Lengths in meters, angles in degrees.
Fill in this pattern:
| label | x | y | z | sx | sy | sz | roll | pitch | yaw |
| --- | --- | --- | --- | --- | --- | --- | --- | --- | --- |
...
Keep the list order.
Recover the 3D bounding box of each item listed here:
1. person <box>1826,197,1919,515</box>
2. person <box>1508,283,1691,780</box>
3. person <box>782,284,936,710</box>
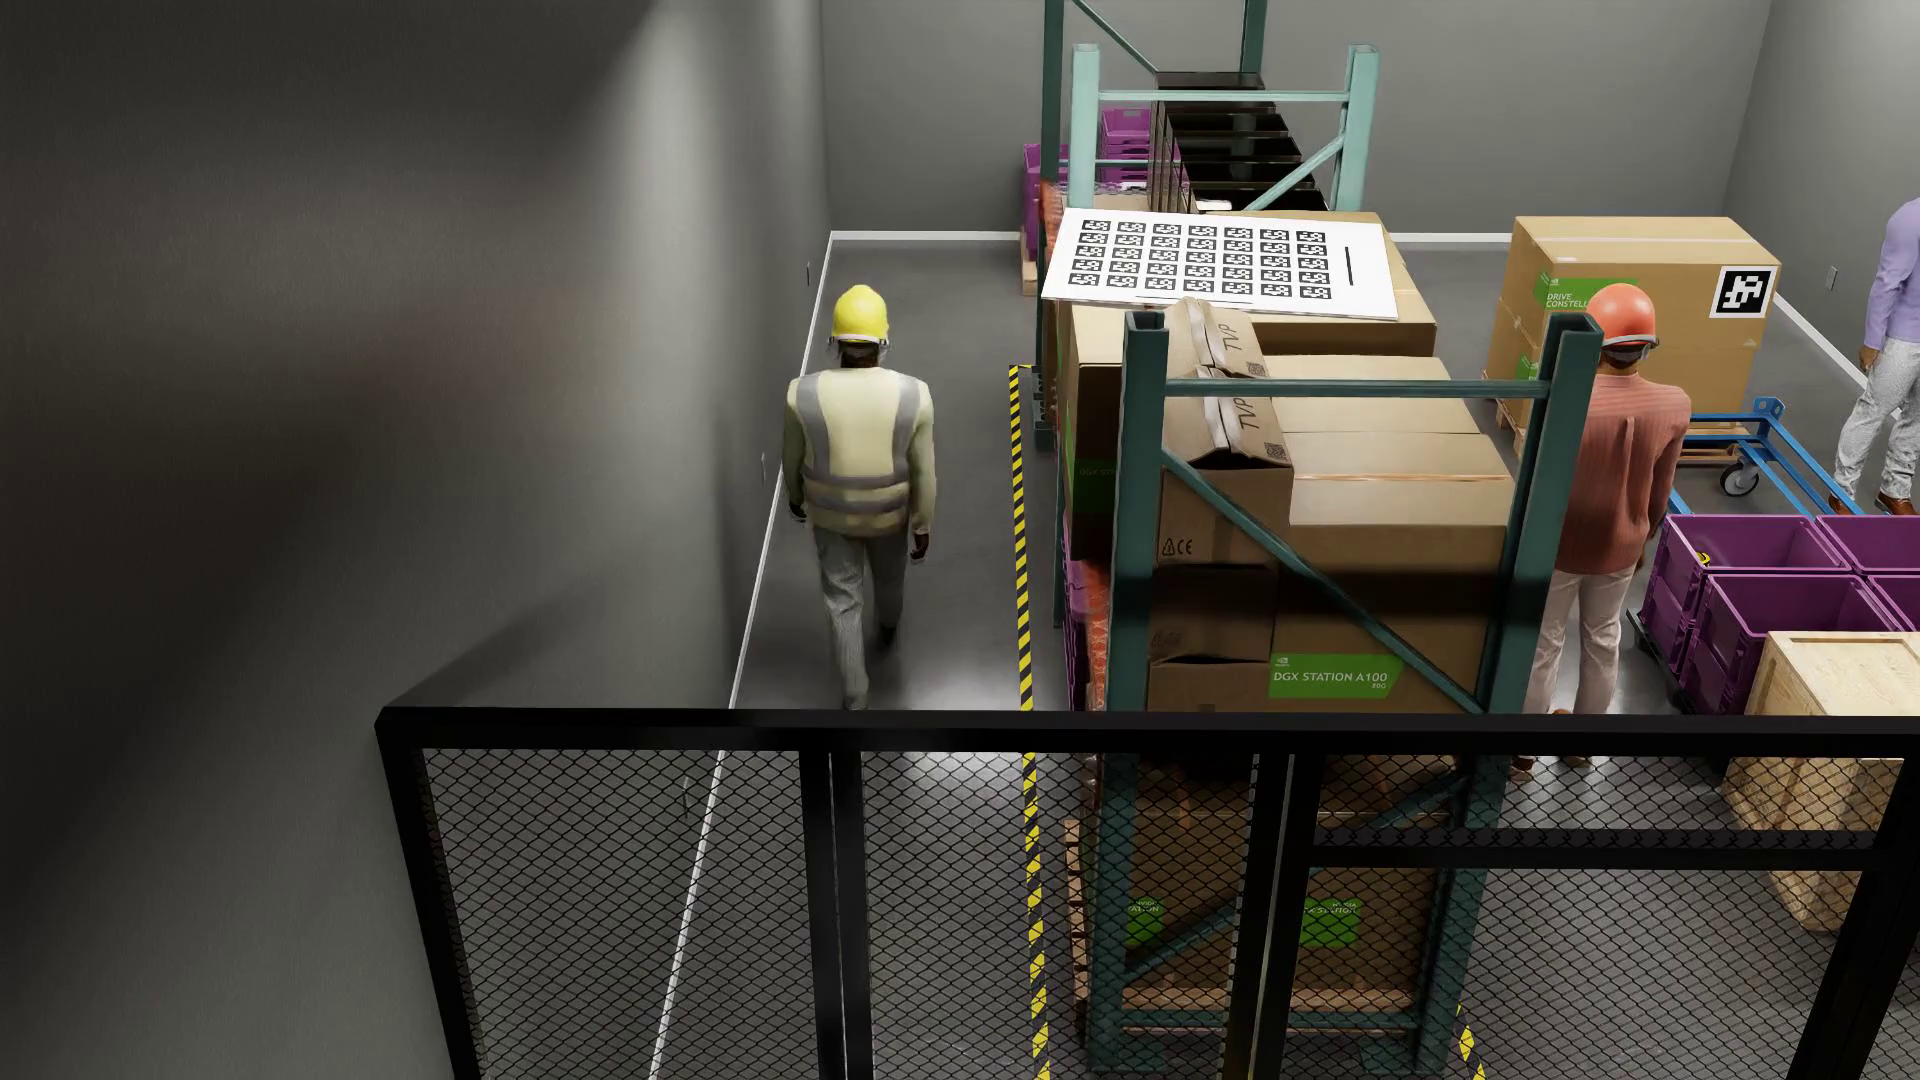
| label | x | y | z | sx | sy | sz | roll | pitch | yaw |
| --- | --- | --- | --- | --- | --- | --- | --- | --- | --- |
| person | 4.526 | -0.943 | 7.782 | 0.631 | 1.939 | 0.370 | -1 | 31 | -2 |
| person | 2.288 | 0.004 | 6.157 | 0.613 | 1.992 | 0.397 | -6 | 32 | -10 |
| person | -0.406 | -0.189 | 6.673 | 0.593 | 1.785 | 0.915 | -3 | 31 | -5 |
